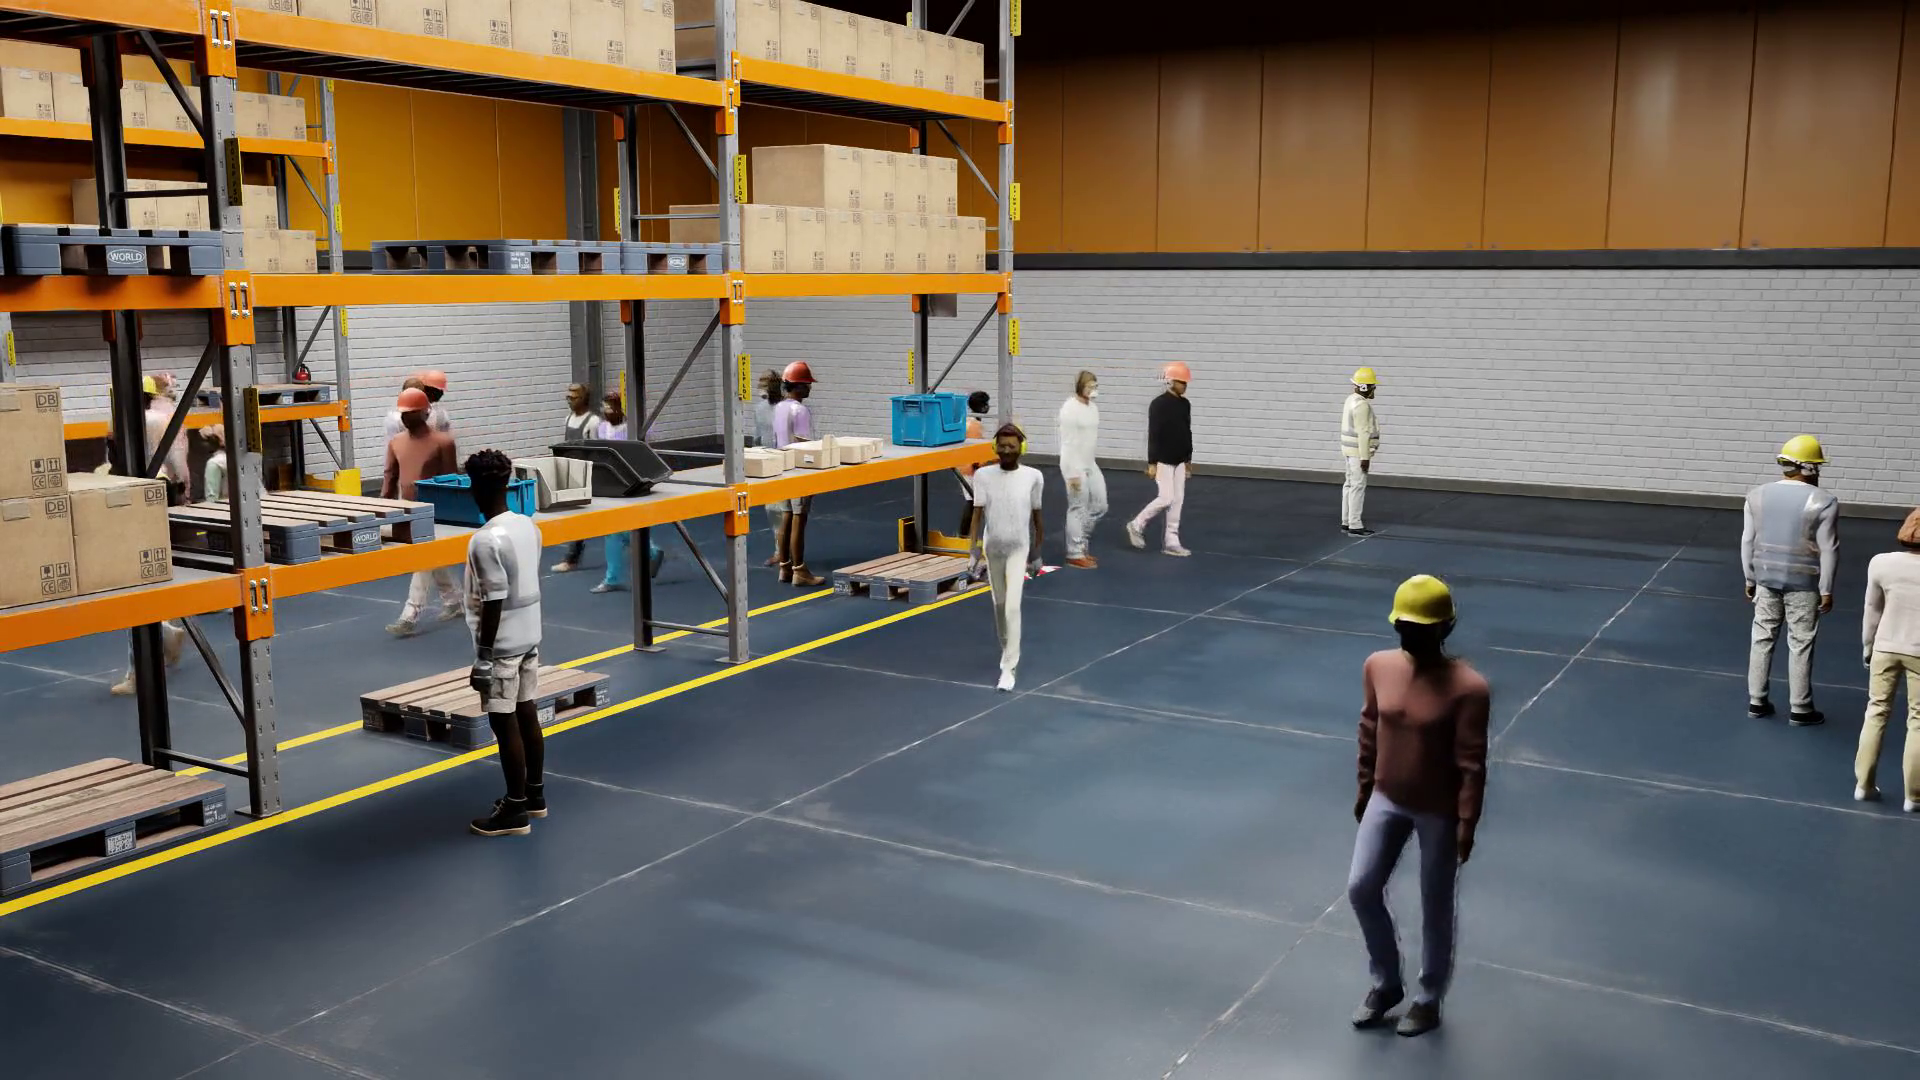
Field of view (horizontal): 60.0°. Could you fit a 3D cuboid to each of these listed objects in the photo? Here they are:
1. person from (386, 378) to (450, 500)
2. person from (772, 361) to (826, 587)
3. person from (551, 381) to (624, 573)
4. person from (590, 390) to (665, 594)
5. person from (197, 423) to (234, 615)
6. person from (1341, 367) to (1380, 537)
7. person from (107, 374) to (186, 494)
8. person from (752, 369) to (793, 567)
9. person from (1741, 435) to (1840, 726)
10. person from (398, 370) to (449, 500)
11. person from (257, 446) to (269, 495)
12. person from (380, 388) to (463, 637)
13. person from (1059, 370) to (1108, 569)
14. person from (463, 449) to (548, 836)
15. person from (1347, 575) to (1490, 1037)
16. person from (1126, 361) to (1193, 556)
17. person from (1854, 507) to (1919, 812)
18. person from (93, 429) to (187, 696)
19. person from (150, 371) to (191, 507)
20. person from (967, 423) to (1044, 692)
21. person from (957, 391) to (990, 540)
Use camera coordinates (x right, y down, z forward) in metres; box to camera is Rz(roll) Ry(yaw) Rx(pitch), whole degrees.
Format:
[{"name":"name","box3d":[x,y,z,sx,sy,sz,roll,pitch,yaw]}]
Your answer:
[{"name":"person","box3d":[-5.237,-0.648,16.086,0.634,1.841,0.429,-7,12,-38]},{"name":"person","box3d":[-1.476,-0.599,15.148,0.382,2.045,0.605,-5,10,-29]},{"name":"person","box3d":[-3.571,-0.620,15.974,0.847,1.822,0.517,-8,12,-42]},{"name":"person","box3d":[-2.990,-0.444,14.896,0.718,1.816,0.598,-7,12,-38]},{"name":"person","box3d":[-6.166,-0.171,13.813,0.563,1.606,0.575,-1,9,-6]},{"name":"person","box3d":[4.337,-0.952,18.012,0.403,1.831,0.597,0,9,-1]},{"name":"person","box3d":[-7.584,-0.594,15.561,0.587,1.900,0.632,1,9,5]},{"name":"person","box3d":[-1.796,-0.681,16.037,0.482,1.919,0.661,-9,12,-43]},{"name":"person","box3d":[5.242,0.253,10.504,0.404,1.829,0.591,-7,11,-36]},{"name":"person","box3d":[-5.476,-0.795,16.942,1.032,1.869,0.604,-5,10,-29]},{"name":"person","box3d":[-6.820,-0.536,16.052,0.542,1.615,0.614,6,11,34]},{"name":"person","box3d":[-4.300,-0.245,13.262,0.642,1.941,1.026,4,10,21]},{"name":"person","box3d":[1.177,-0.664,15.955,0.424,1.918,0.656,6,11,33]},{"name":"person","box3d":[-2.320,0.514,8.447,0.361,1.962,0.613,1,9,8]},{"name":"person","box3d":[1.659,0.990,6.121,0.553,1.747,0.481,9,13,43]},{"name":"person","box3d":[2.063,-0.815,16.742,0.601,1.971,0.618,8,12,42]},{"name":"person","box3d":[5.045,0.624,8.833,0.284,1.626,0.497,-7,12,-38]},{"name":"person","box3d":[-5.629,0.112,11.419,0.634,1.818,0.720,3,10,21]},{"name":"person","box3d":[-7.797,-0.703,16.278,0.664,1.887,0.538,6,11,32]},{"name":"person","box3d":[0.325,0.088,11.598,0.508,1.830,0.995,2,9,10]},{"name":"person","box3d":[0.148,-0.702,16.968,0.360,1.658,0.613,1,9,4]}]
